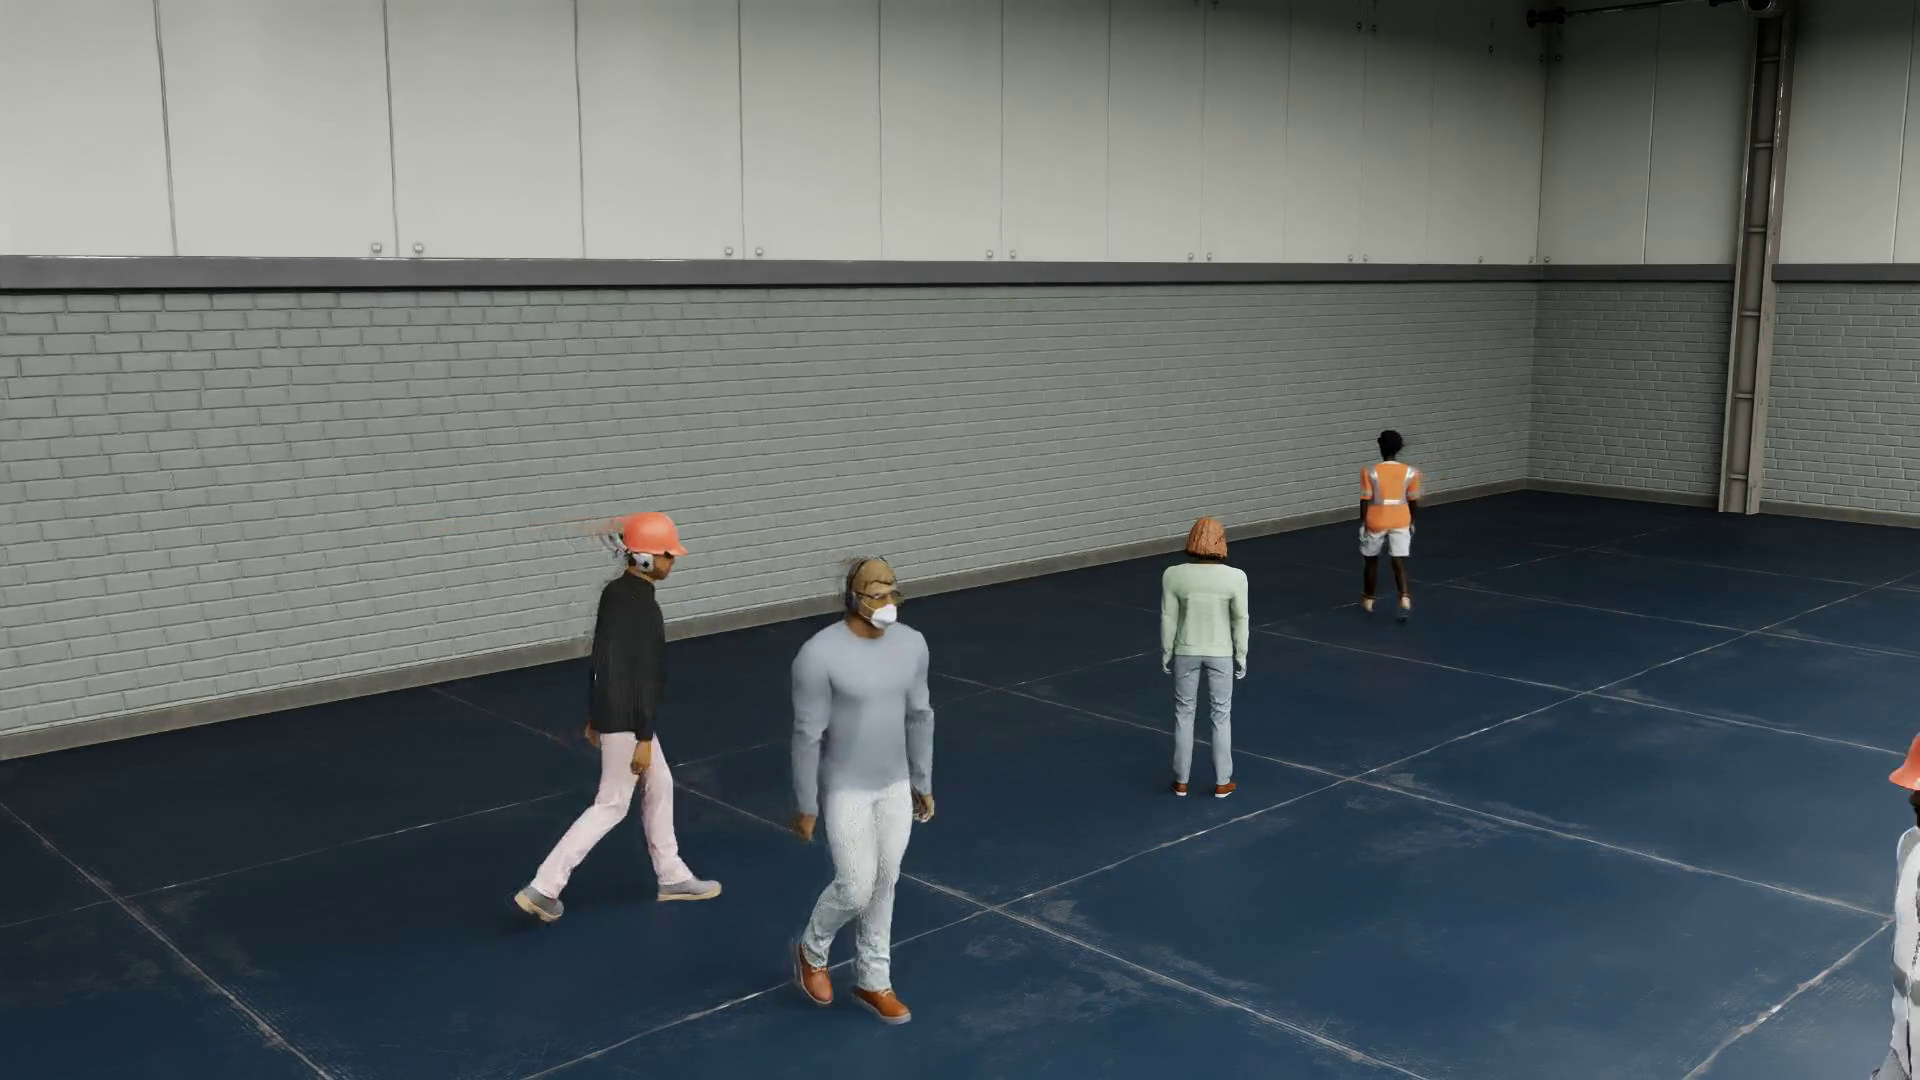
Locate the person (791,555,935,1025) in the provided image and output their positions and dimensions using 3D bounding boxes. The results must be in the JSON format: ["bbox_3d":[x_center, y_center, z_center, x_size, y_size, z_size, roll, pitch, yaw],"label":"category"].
[{"bbox_3d":[-0.396,1.003,6.706,0.650,1.924,0.461,-8,12,-42],"label":"person"}]

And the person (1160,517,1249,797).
[{"bbox_3d":[1.410,0.678,9.619,0.507,1.632,0.273,2,9,12],"label":"person"}]

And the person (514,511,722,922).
[{"bbox_3d":[-1.630,0.829,7.751,0.951,1.945,0.670,-4,10,-22],"label":"person"}]

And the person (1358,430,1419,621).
[{"bbox_3d":[3.766,-0.132,14.572,0.540,1.667,0.826,0,9,0],"label":"person"}]

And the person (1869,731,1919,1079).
[{"bbox_3d":[2.667,1.387,4.451,0.998,1.889,0.581,-1,9,-7],"label":"person"}]
